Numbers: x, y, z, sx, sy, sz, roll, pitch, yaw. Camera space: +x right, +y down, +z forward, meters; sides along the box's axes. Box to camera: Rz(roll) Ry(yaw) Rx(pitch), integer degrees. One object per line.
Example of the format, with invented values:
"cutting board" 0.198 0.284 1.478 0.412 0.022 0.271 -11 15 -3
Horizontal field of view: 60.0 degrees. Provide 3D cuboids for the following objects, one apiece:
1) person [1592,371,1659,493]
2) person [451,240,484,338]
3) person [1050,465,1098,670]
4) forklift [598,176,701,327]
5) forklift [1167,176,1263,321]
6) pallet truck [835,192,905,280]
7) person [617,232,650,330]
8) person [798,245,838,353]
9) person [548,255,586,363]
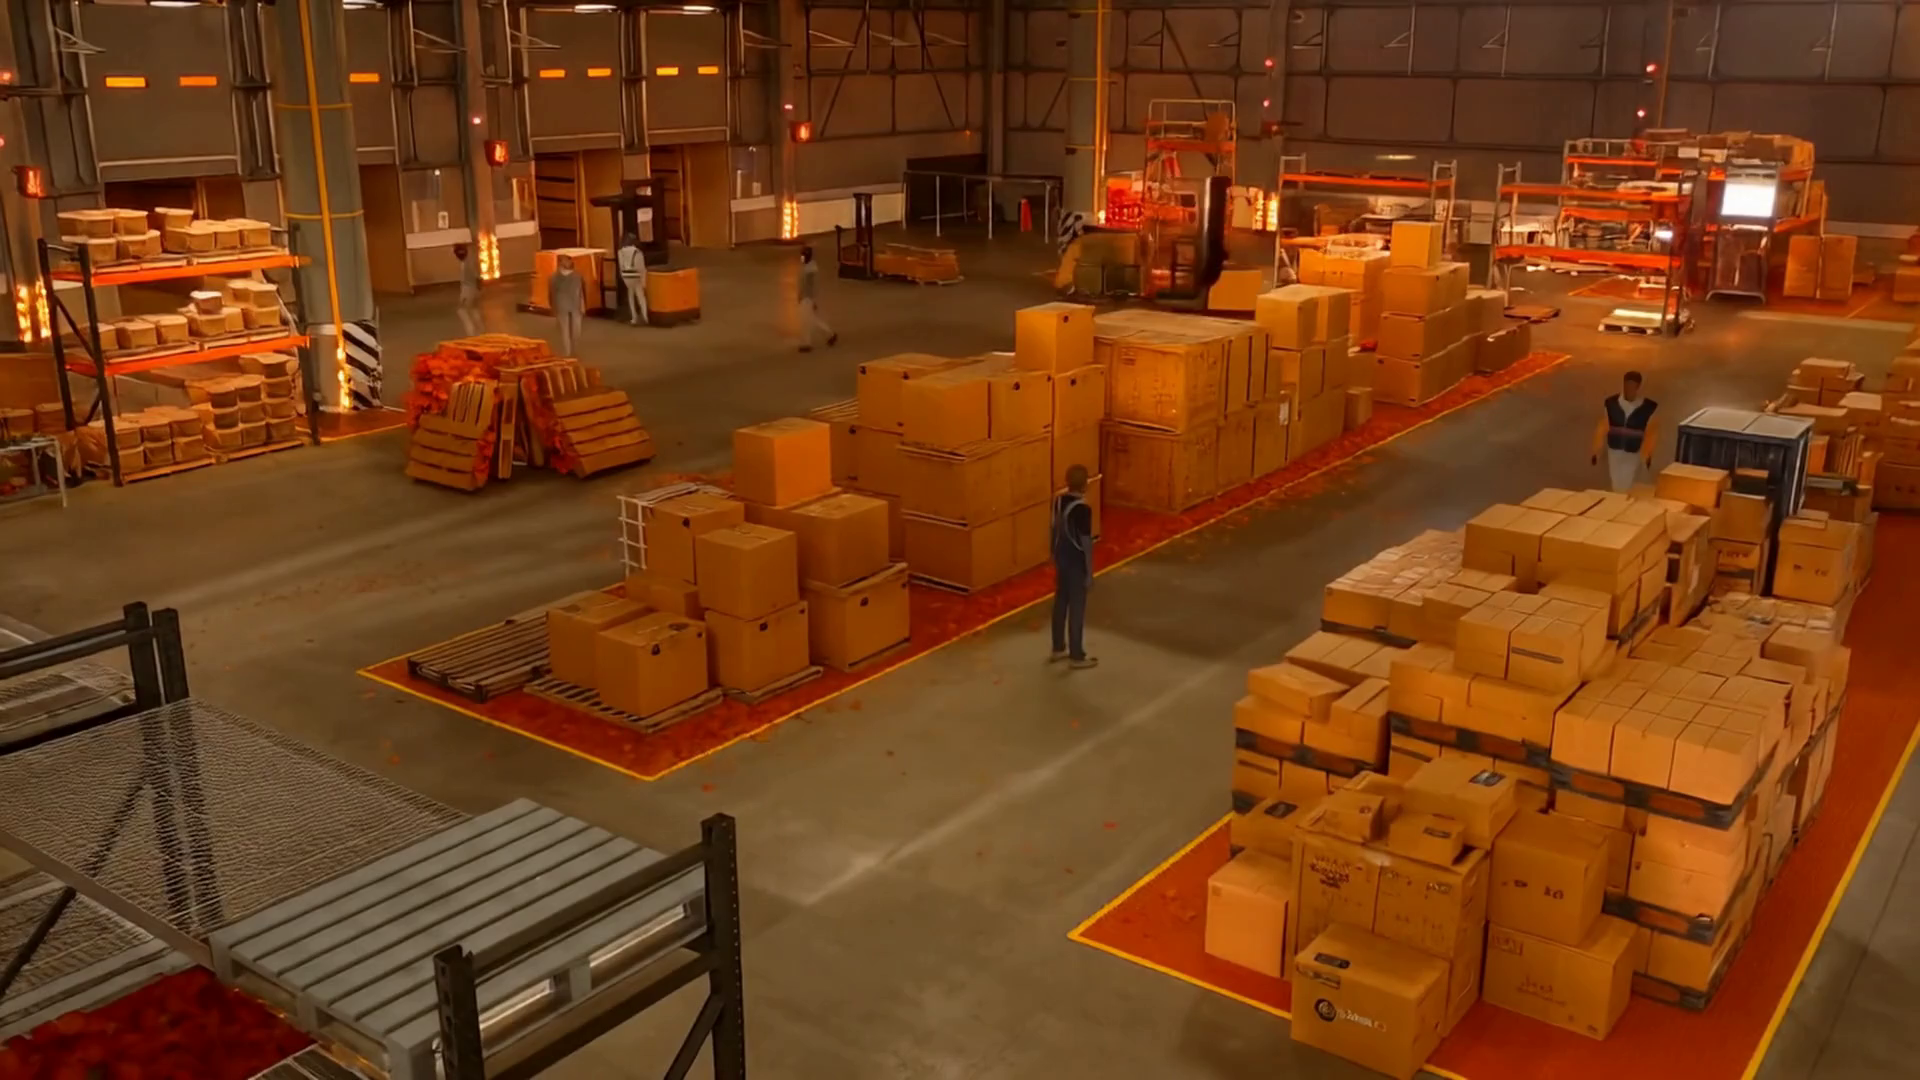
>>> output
"person" 7.521 -1.005 18.839 0.611 1.872 1.014 11 20 33
"person" -8.999 -4.526 30.424 0.548 1.907 0.572 15 23 41
"person" 1.007 0.232 14.766 0.332 1.844 0.508 -11 20 -32
"forklift" -6.138 -5.705 32.666 1.873 2.768 1.129 12 21 35
"forklift" 5.028 -5.691 32.619 1.873 2.768 1.129 3 17 10
"pallet truck" -1.936 -7.159 38.982 1.885 1.965 0.823 -12 21 -34
"person" -6.270 -4.985 32.010 0.611 1.864 0.498 6 18 20
"person" -2.601 -4.308 29.694 0.615 1.915 0.643 -8 19 -26
"person" -6.659 -3.897 28.312 0.624 1.920 0.436 -7 18 -22
